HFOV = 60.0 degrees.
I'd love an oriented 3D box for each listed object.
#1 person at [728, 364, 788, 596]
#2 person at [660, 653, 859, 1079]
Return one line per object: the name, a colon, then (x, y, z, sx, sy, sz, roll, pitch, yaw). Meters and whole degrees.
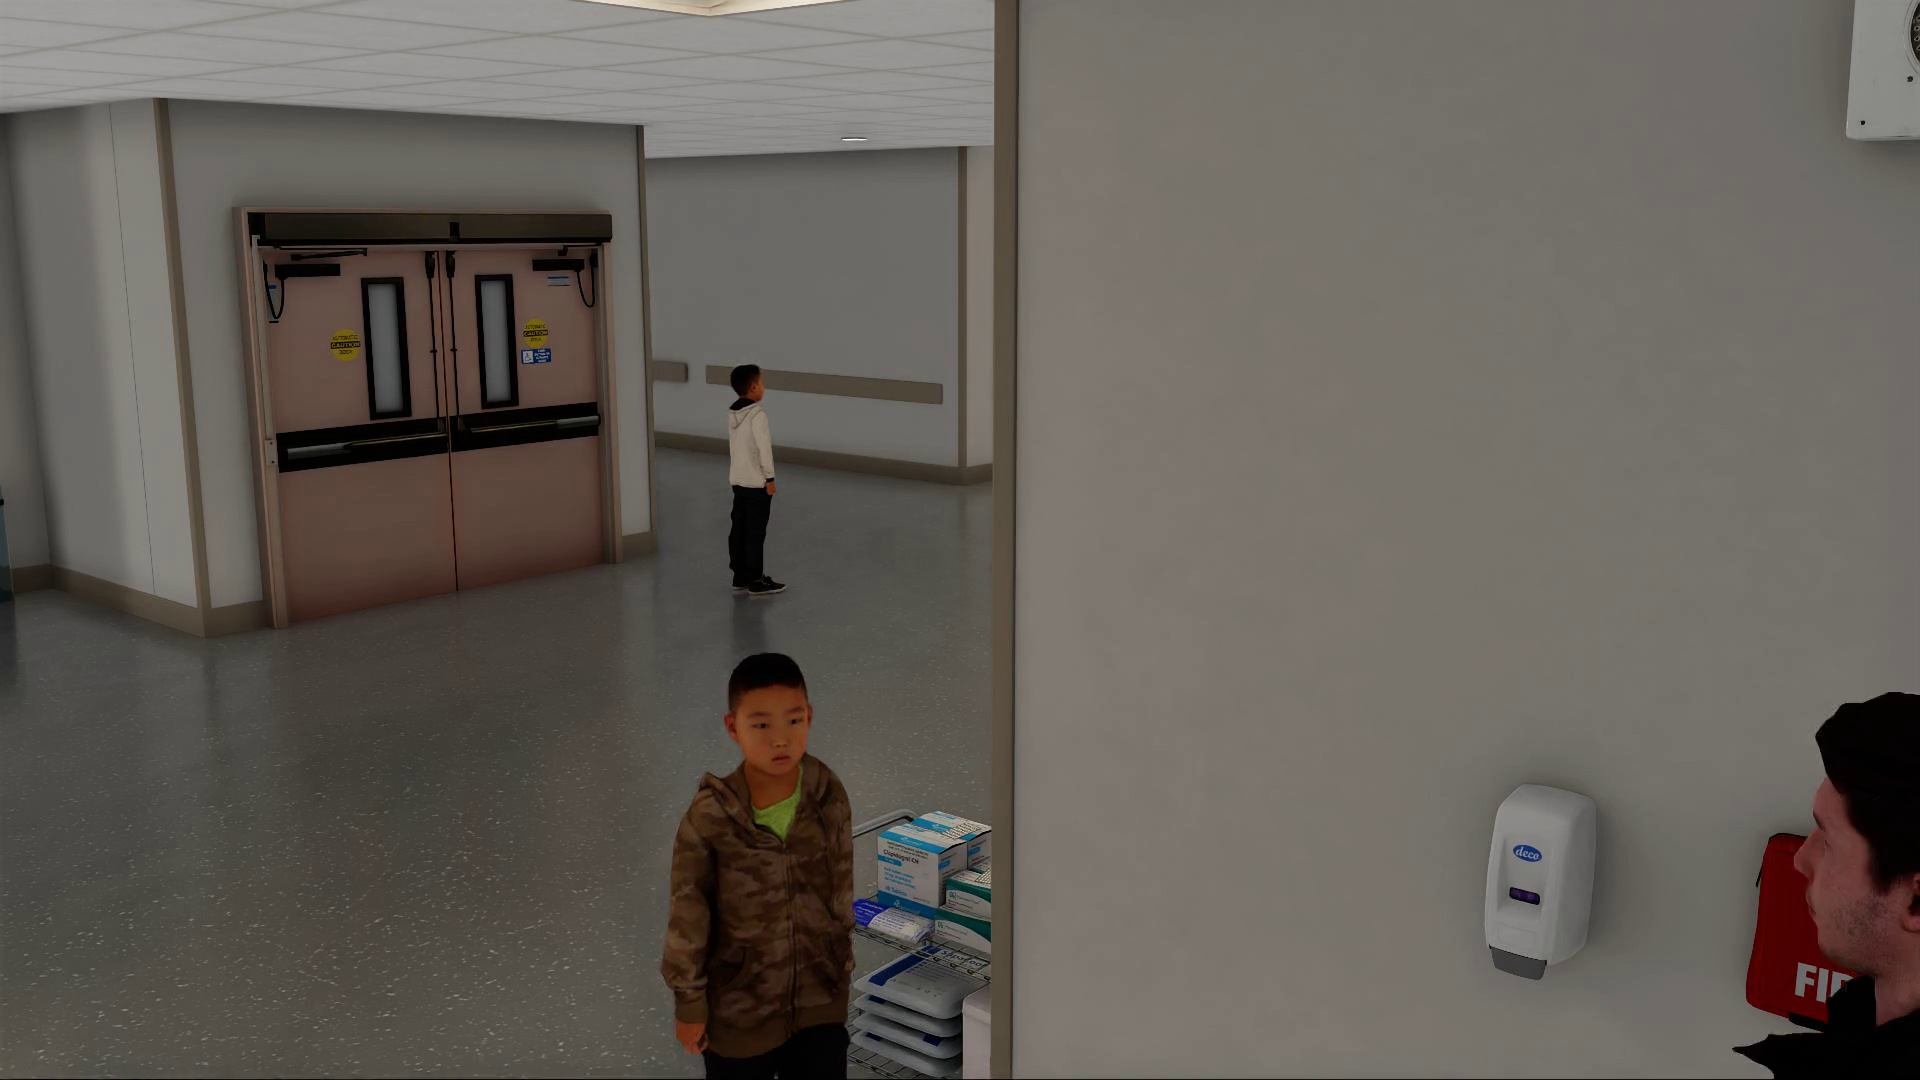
person: (-1.337, -0.389, 10.563, 0.588, 1.454, 0.619, -8, 13, -37)
person: (-0.435, 0.944, 3.590, 0.998, 1.435, 0.910, -5, 12, -24)
